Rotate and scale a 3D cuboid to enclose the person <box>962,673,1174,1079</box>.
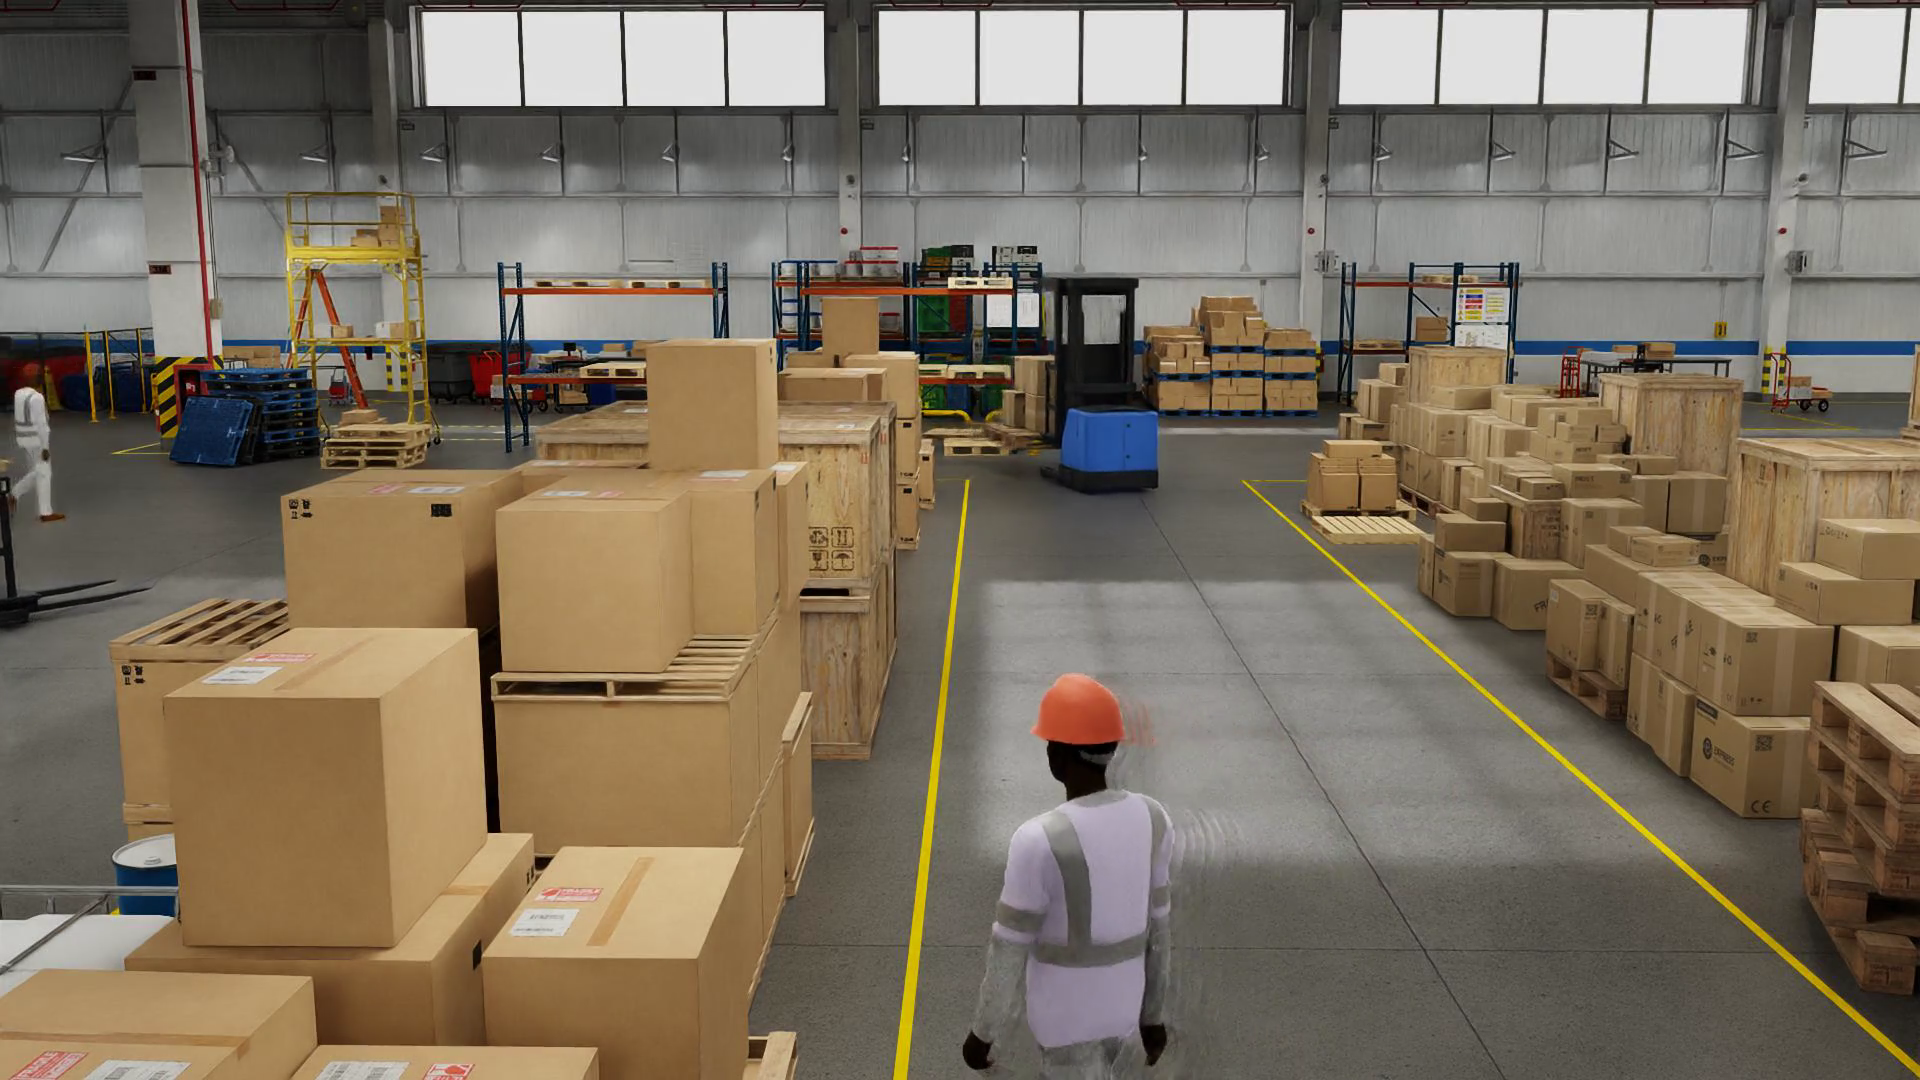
[{"bbox_3d":[0.334,1.317,4.728,0.567,1.887,0.992,-8,12,-40],"label":"person"}]

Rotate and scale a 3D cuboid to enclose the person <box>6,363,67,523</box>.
[{"bbox_3d":[-10.838,-1.110,19.315,0.648,1.865,0.559,7,12,35],"label":"person"}]

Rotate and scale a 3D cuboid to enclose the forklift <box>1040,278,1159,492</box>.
[{"bbox_3d":[1.903,-2.134,22.419,1.129,2.768,1.873,-2,10,-14],"label":"forklift"}]

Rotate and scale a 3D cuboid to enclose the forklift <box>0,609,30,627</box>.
[{"bbox_3d":[-8.754,-0.597,13.211,1.129,2.768,1.873,7,12,36],"label":"forklift"}]
